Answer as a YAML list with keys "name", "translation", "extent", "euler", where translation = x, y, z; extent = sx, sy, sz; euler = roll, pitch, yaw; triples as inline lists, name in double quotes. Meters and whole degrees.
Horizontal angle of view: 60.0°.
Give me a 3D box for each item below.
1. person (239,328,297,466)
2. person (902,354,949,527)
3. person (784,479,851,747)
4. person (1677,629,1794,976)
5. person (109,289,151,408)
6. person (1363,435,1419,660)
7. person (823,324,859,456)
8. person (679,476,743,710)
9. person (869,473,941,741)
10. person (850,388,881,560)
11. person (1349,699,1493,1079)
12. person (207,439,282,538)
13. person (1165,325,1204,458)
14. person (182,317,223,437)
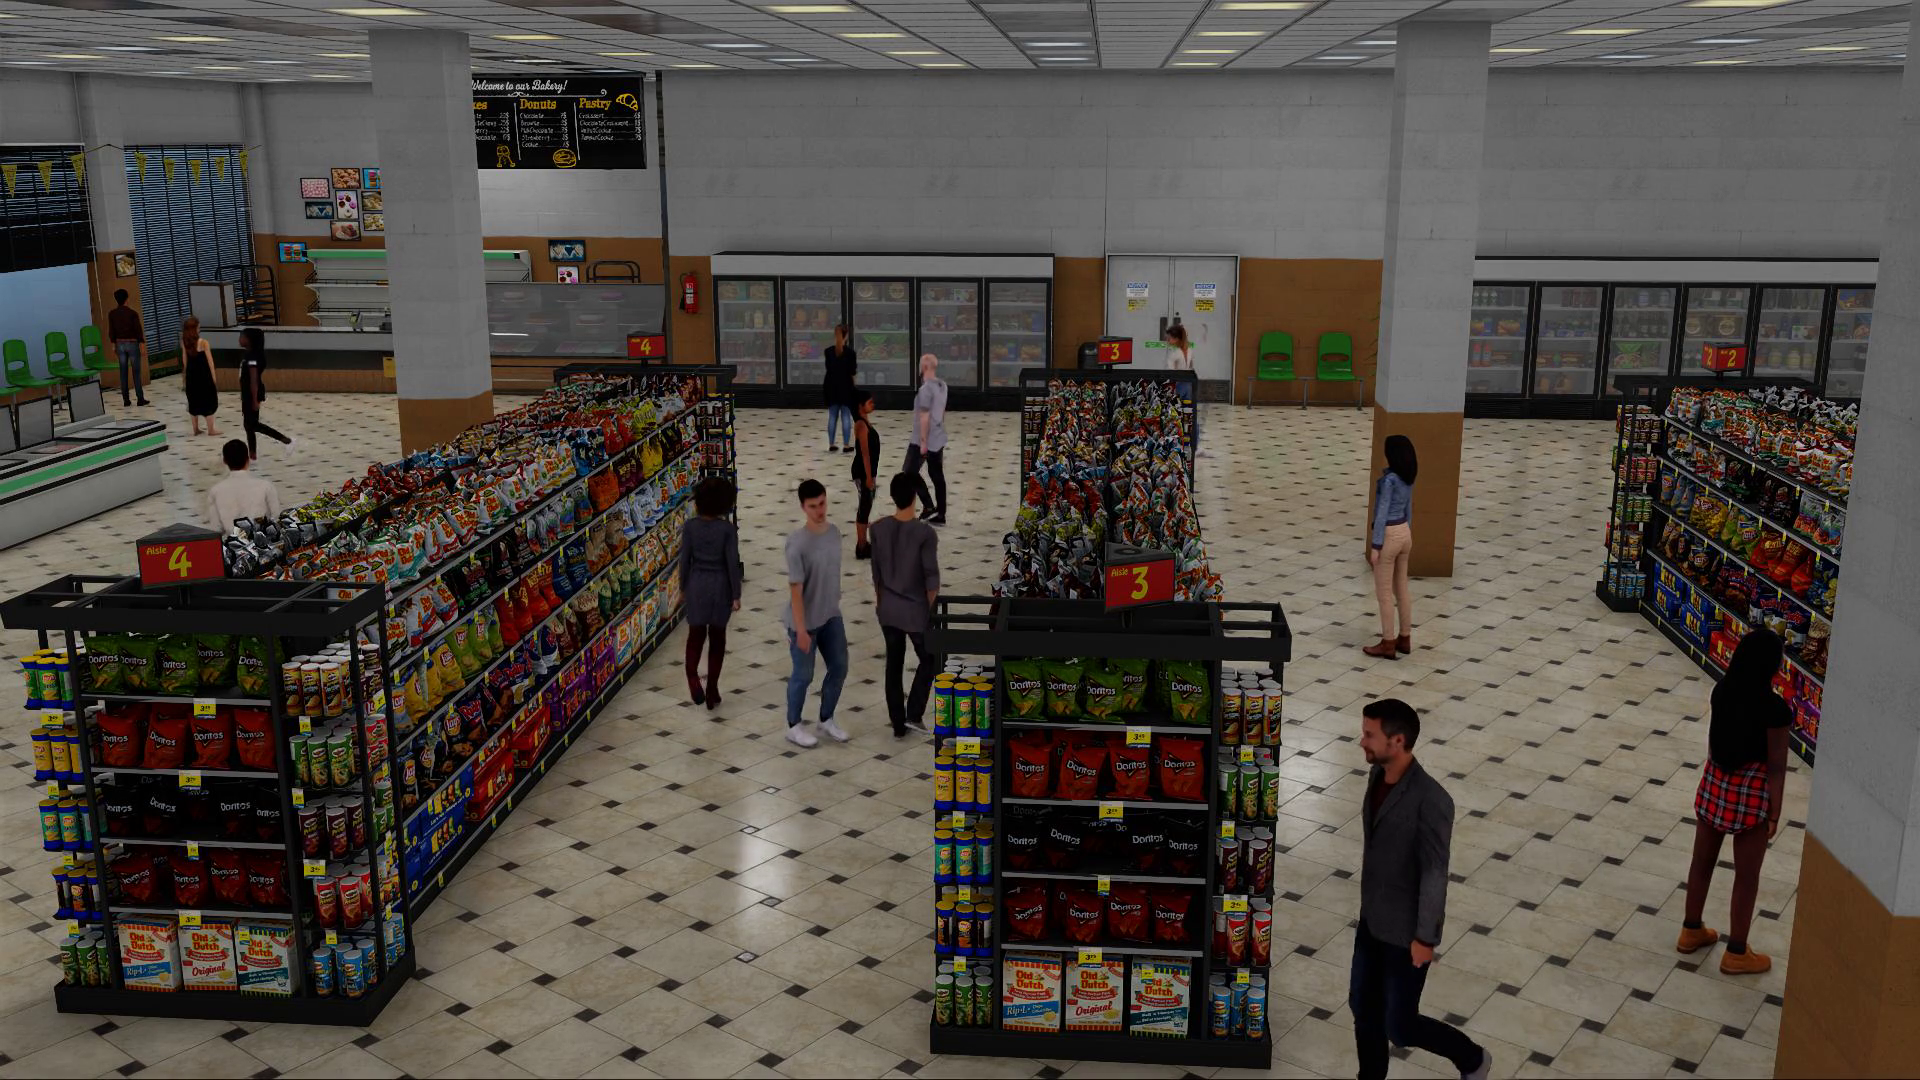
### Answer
- name: "person"
  translation: [-8.711, -1.767, 20.697]
  extent: [0.942, 1.712, 1.009]
  euler: [-5, 15, -21]
- name: "person"
  translation: [-0.236, -1.024, 17.397]
  extent: [0.860, 1.824, 0.715]
  euler: [7, 15, 26]
- name: "person"
  translation: [-1.010, 0.493, 11.081]
  extent: [0.917, 1.852, 0.849]
  euler: [8, 16, 30]
- name: "person"
  translation: [3.812, 1.269, 8.150]
  extent: [0.772, 1.725, 0.688]
  euler: [-7, 15, -26]
- name: "person"
  translation: [-12.698, -2.936, 25.370]
  extent: [0.677, 1.782, 0.575]
  euler: [-1, 14, -4]
- name: "person"
  translation: [3.413, 0.045, 13.104]
  extent: [0.698, 1.769, 0.764]
  euler: [-12, 18, -41]
- name: "person"
  translation: [-1.555, -1.951, 21.515]
  extent: [0.675, 1.683, 0.623]
  euler: [4, 14, 16]
- name: "person"
  translation: [-1.774, 0.421, 11.724]
  extent: [0.602, 1.690, 0.818]
  euler: [1, 14, 4]
- name: "person"
  translation: [-0.406, 0.486, 11.147]
  extent: [0.765, 1.835, 0.759]
  euler: [6, 15, 22]
- name: "person"
  translation: [-0.934, -0.659, 16.239]
  extent: [0.669, 1.661, 0.493]
  euler: [-1, 14, -5]
- name: "person"
  translation: [1.848, 1.541, 6.769]
  extent: [0.993, 1.849, 1.020]
  euler: [-5, 15, -20]
- name: "person"
  translation: [-5.375, 0.173, 12.586]
  extent: [0.856, 1.766, 1.247]
  euler: [-2, 14, -8]
- name: "person"
  translation: [2.882, -1.895, 21.224]
  extent: [0.806, 1.712, 0.894]
  euler: [-9, 16, -32]
- name: "person"
  translation: [-10.472, -2.249, 22.870]
  extent: [0.579, 1.624, 0.566]
  euler: [2, 14, 8]
